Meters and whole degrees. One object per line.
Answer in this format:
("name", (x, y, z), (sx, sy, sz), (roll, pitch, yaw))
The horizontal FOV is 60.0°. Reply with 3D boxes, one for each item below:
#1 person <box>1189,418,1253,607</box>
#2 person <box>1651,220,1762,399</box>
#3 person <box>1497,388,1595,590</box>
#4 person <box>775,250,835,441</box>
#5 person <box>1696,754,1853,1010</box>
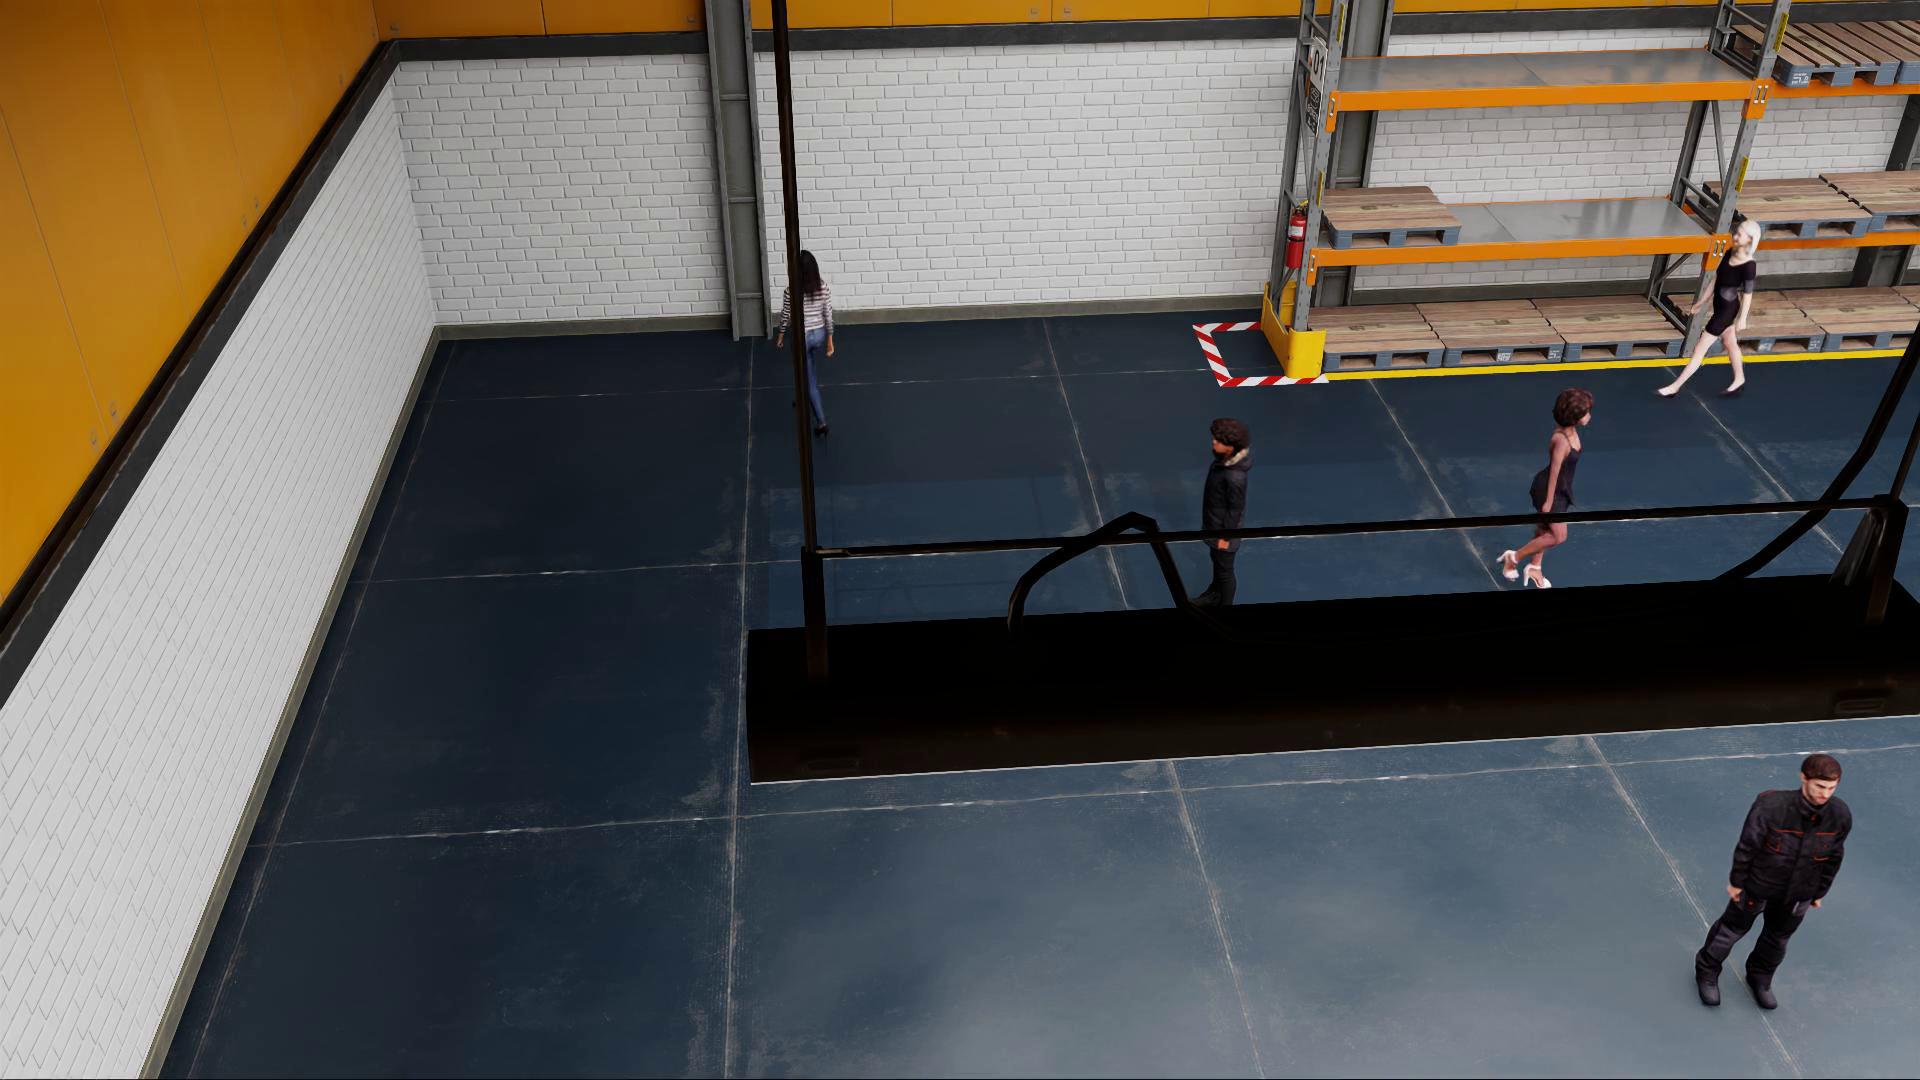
("person", (1.976, -0.132, 12.427), (0.570, 1.778, 0.618), (-2, 34, -3))
("person", (7.145, -2.084, 15.363), (1.155, 1.779, 0.574), (-2, 34, -3))
("person", (4.475, -0.382, 12.802), (0.816, 1.779, 0.719), (14, 36, 20))
("person", (-1.312, -1.689, 14.774), (0.960, 1.773, 0.910), (-20, 38, -27))
("person", (4.571, 1.902, 9.312), (0.579, 1.838, 0.811), (3, 34, 5))
